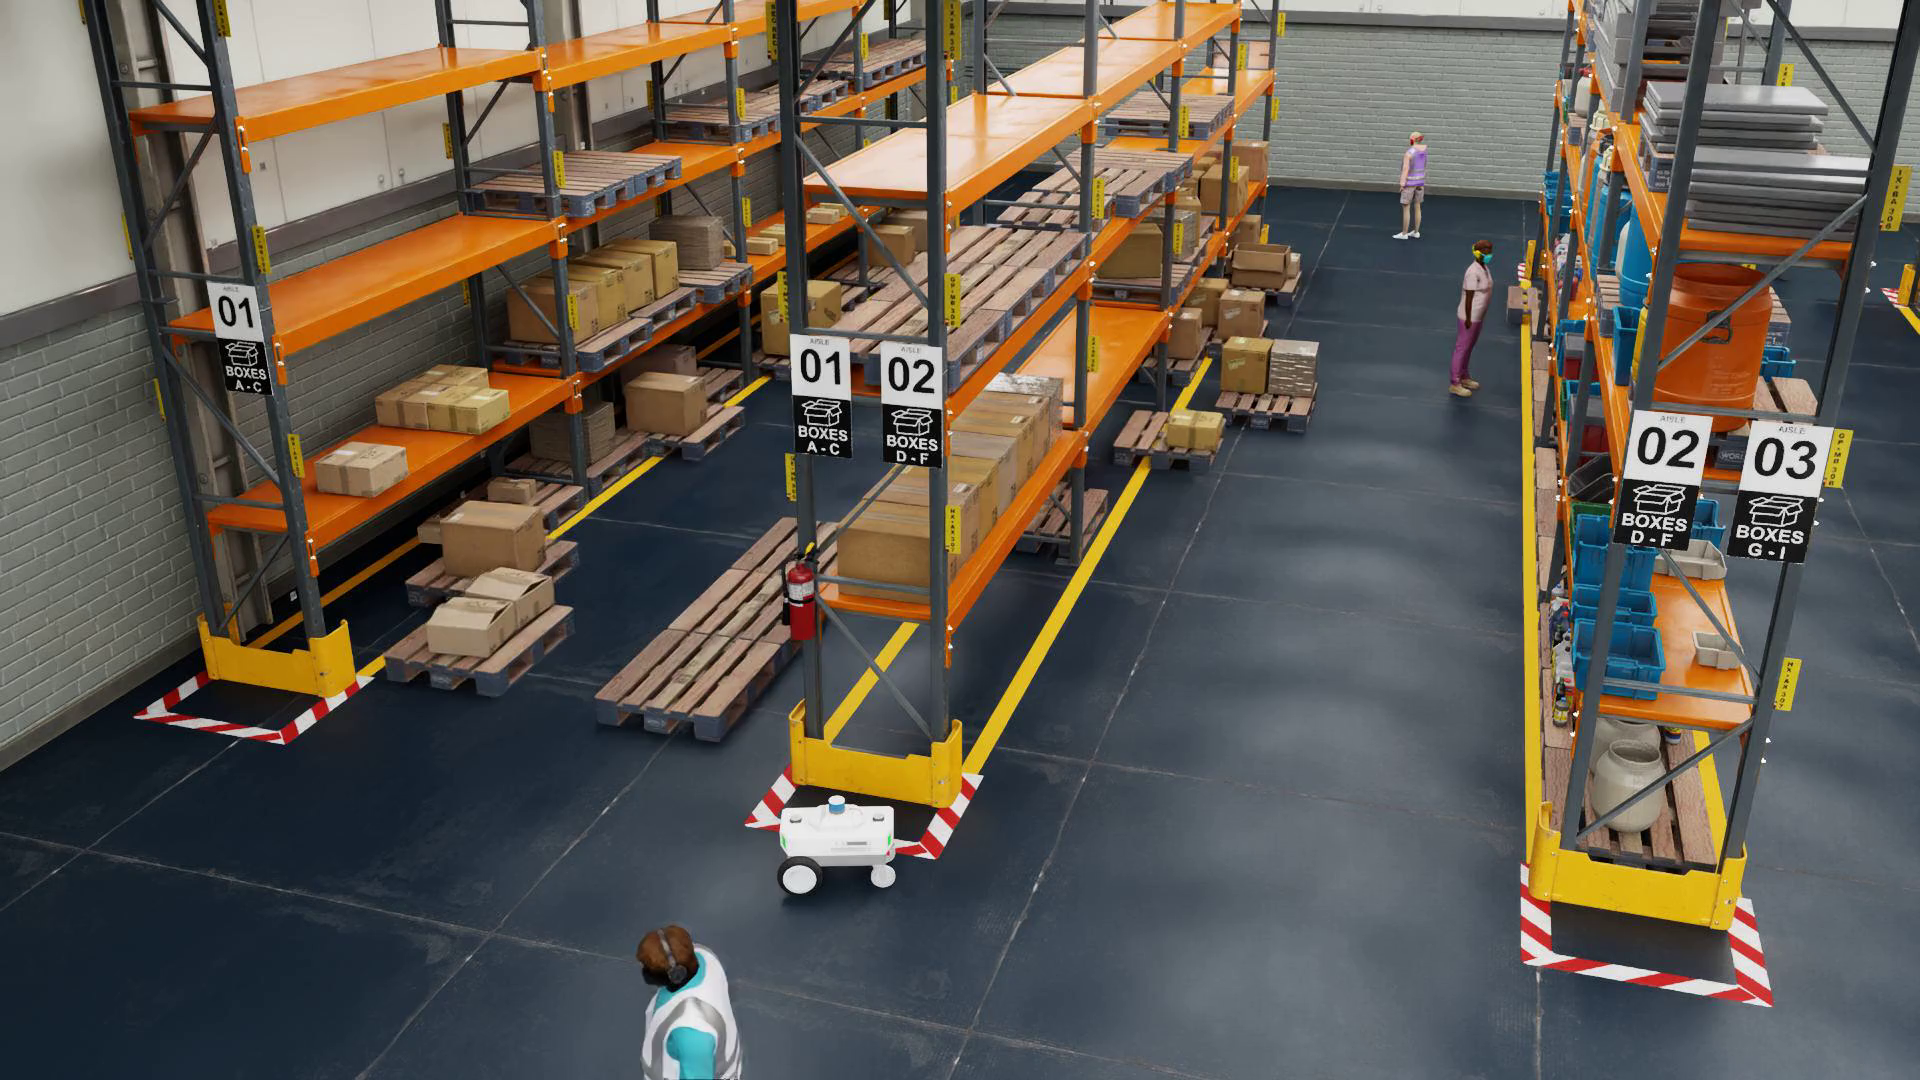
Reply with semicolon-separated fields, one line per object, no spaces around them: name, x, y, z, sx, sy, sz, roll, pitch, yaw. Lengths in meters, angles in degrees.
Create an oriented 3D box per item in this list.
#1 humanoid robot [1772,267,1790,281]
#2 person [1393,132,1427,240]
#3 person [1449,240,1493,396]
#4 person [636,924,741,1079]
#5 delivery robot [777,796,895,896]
humanoid robot;11.994;-4.578;24.002;0.600;1.642;0.363;-20;30;-38
person;7.183;-5.622;26.420;0.491;1.688;0.349;-14;27;-29
person;5.936;-2.581;19.224;0.332;1.799;0.528;15;27;30
person;-1.213;2.473;7.487;0.454;1.820;0.632;0;23;1
delivery robot;-0.800;1.895;10.441;0.791;0.614;0.499;-1;23;-2
